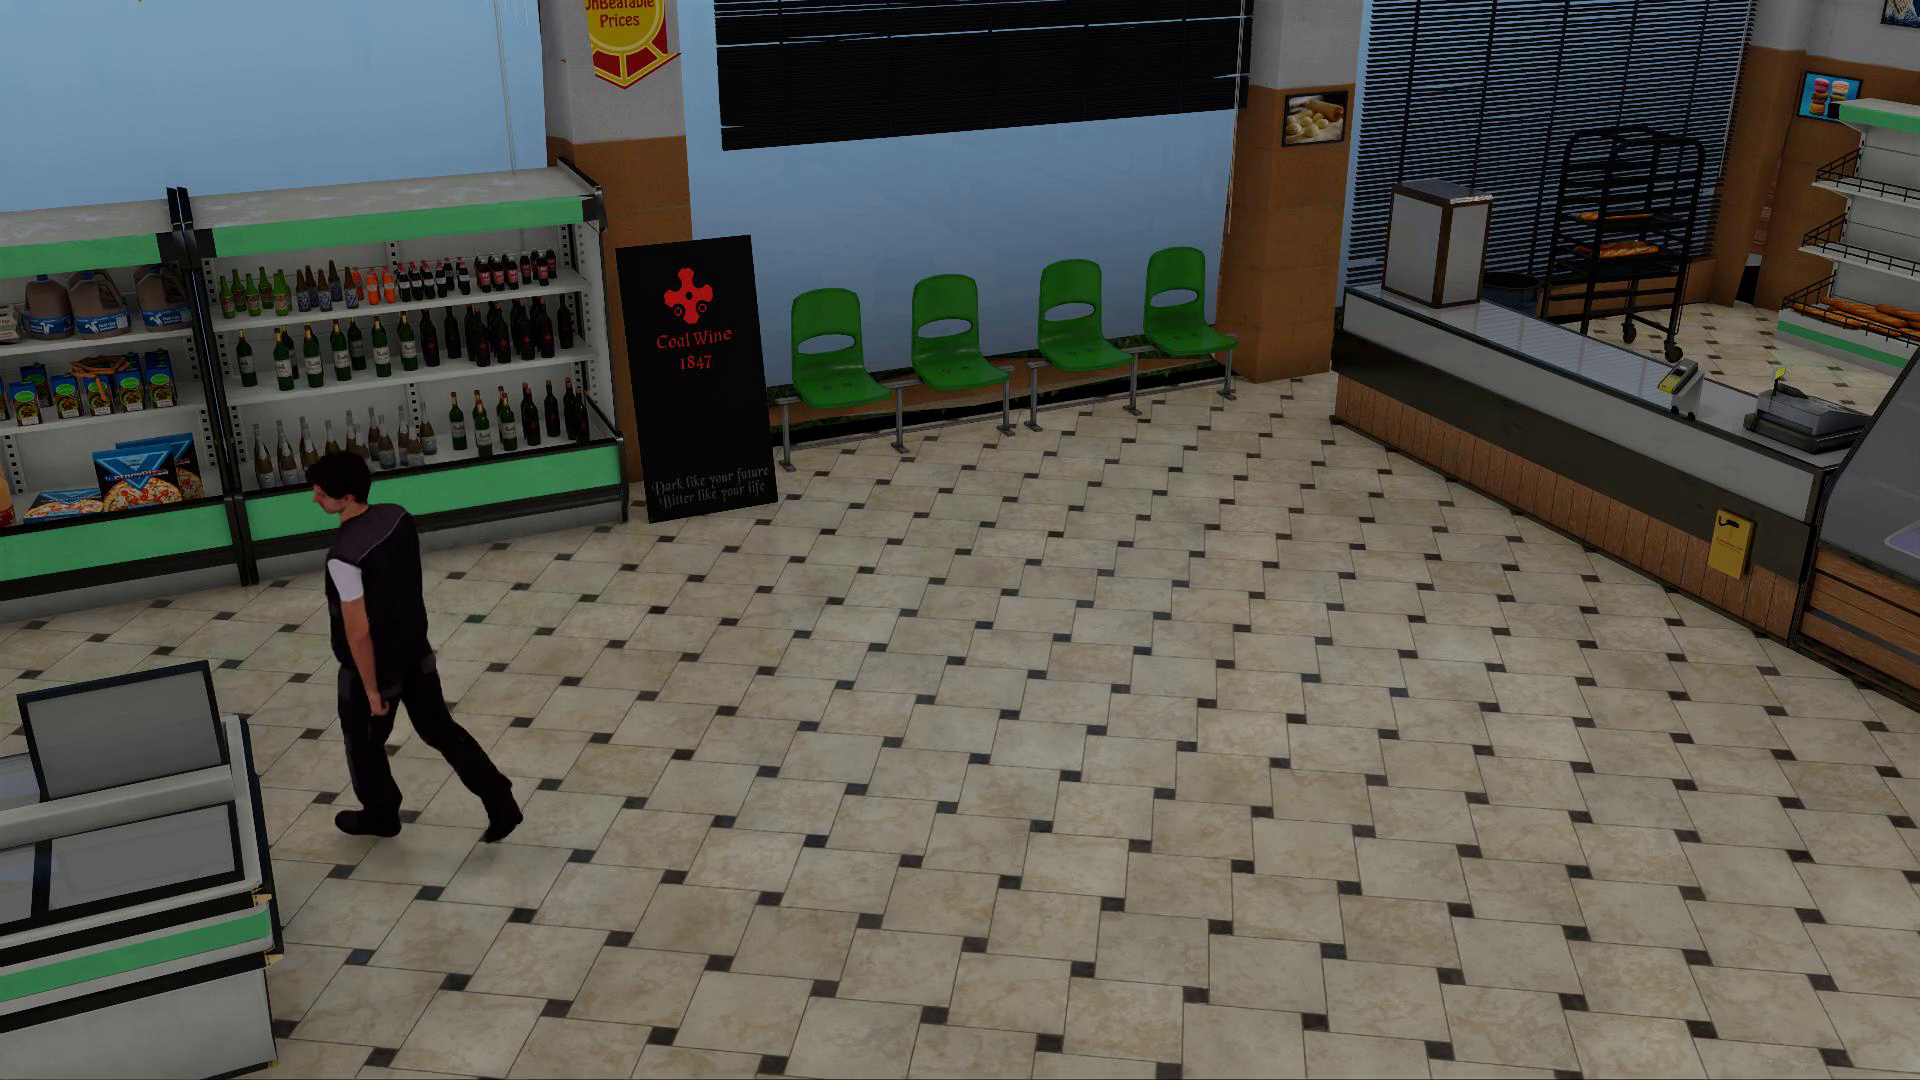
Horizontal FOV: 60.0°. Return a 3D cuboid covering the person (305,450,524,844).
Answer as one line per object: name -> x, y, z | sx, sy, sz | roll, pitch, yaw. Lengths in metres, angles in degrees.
person -> -2.224, 0.494, 6.742 | 1.209, 1.806, 1.150 | 10, 26, 22
